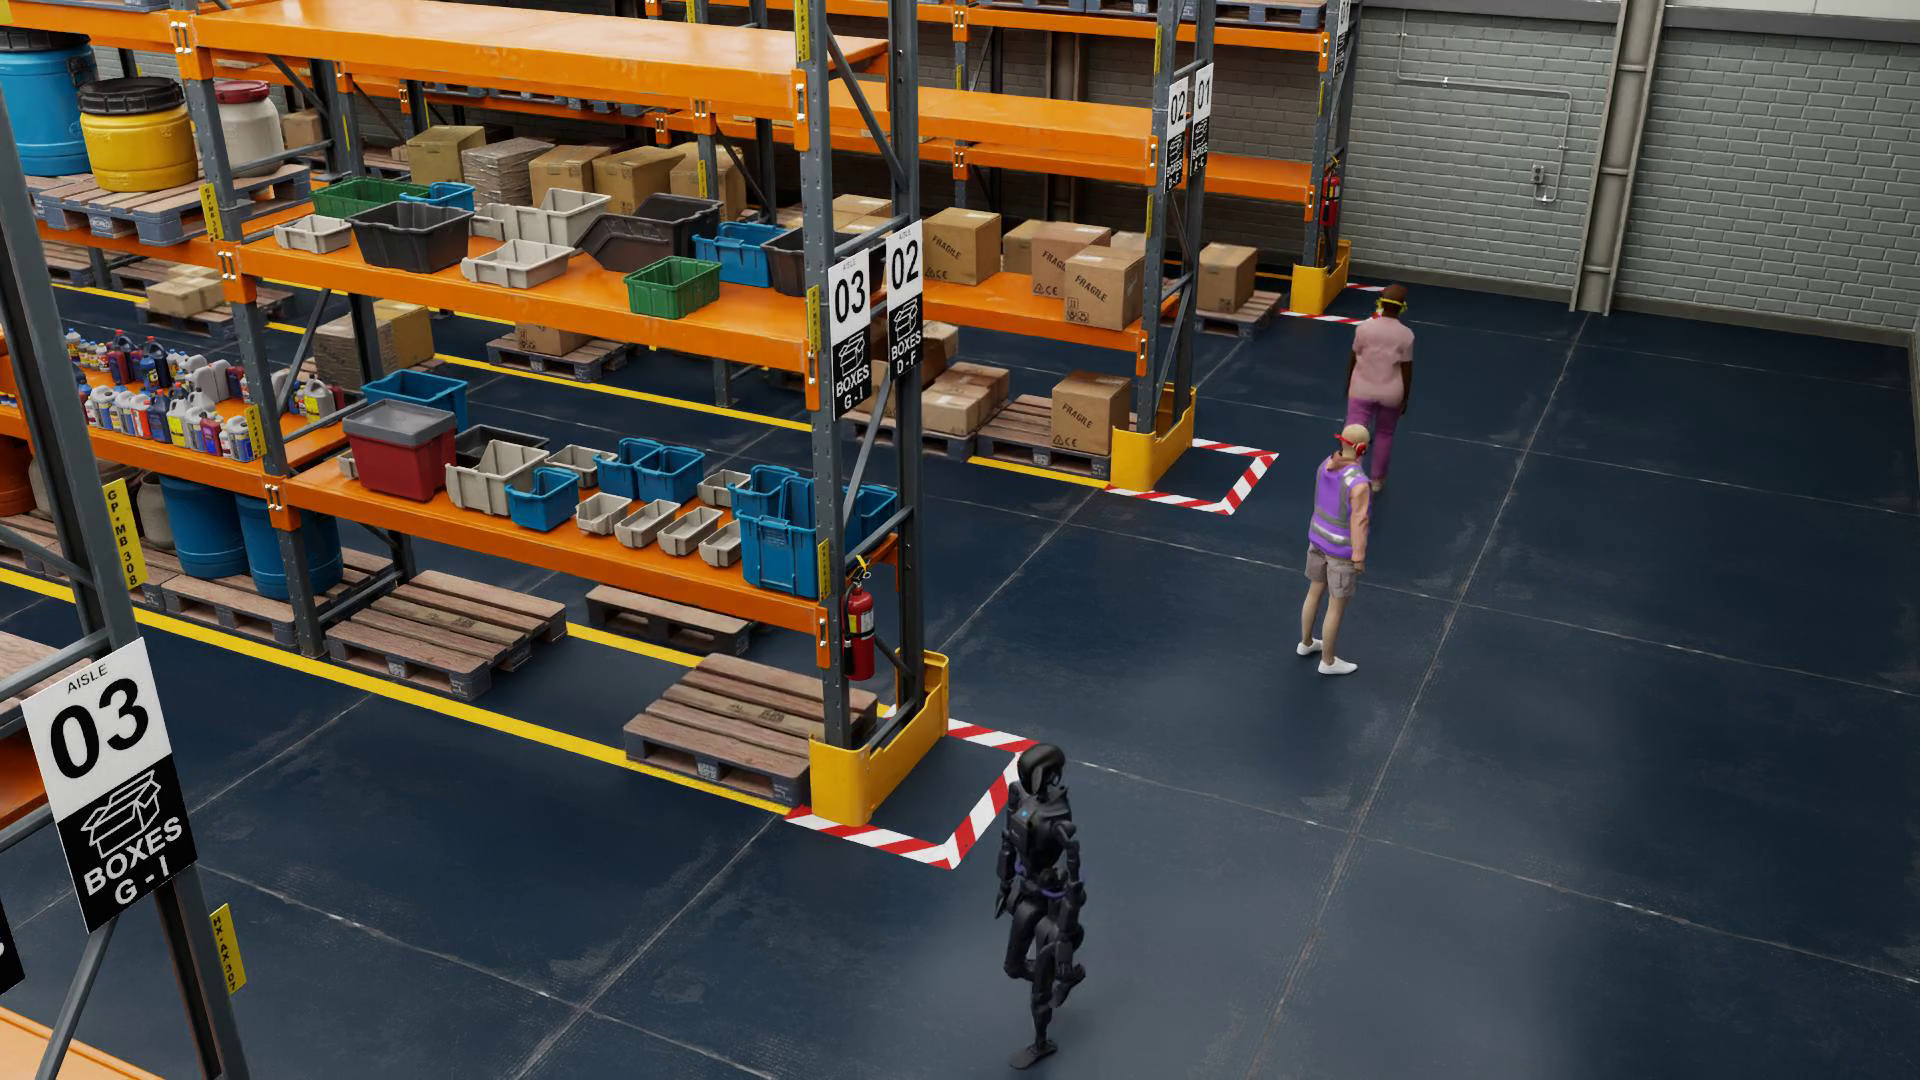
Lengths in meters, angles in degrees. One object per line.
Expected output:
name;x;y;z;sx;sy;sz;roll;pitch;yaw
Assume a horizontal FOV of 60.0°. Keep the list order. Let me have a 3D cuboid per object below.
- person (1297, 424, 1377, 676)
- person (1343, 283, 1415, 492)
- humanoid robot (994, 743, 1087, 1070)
person;2.404;0.054;10.598;0.352;1.688;0.489;-11;28;-21
person;3.211;-1.107;12.853;0.507;1.766;0.793;6;27;13
humanoid robot;0.429;1.617;7.448;0.519;1.645;0.584;-16;31;-30
